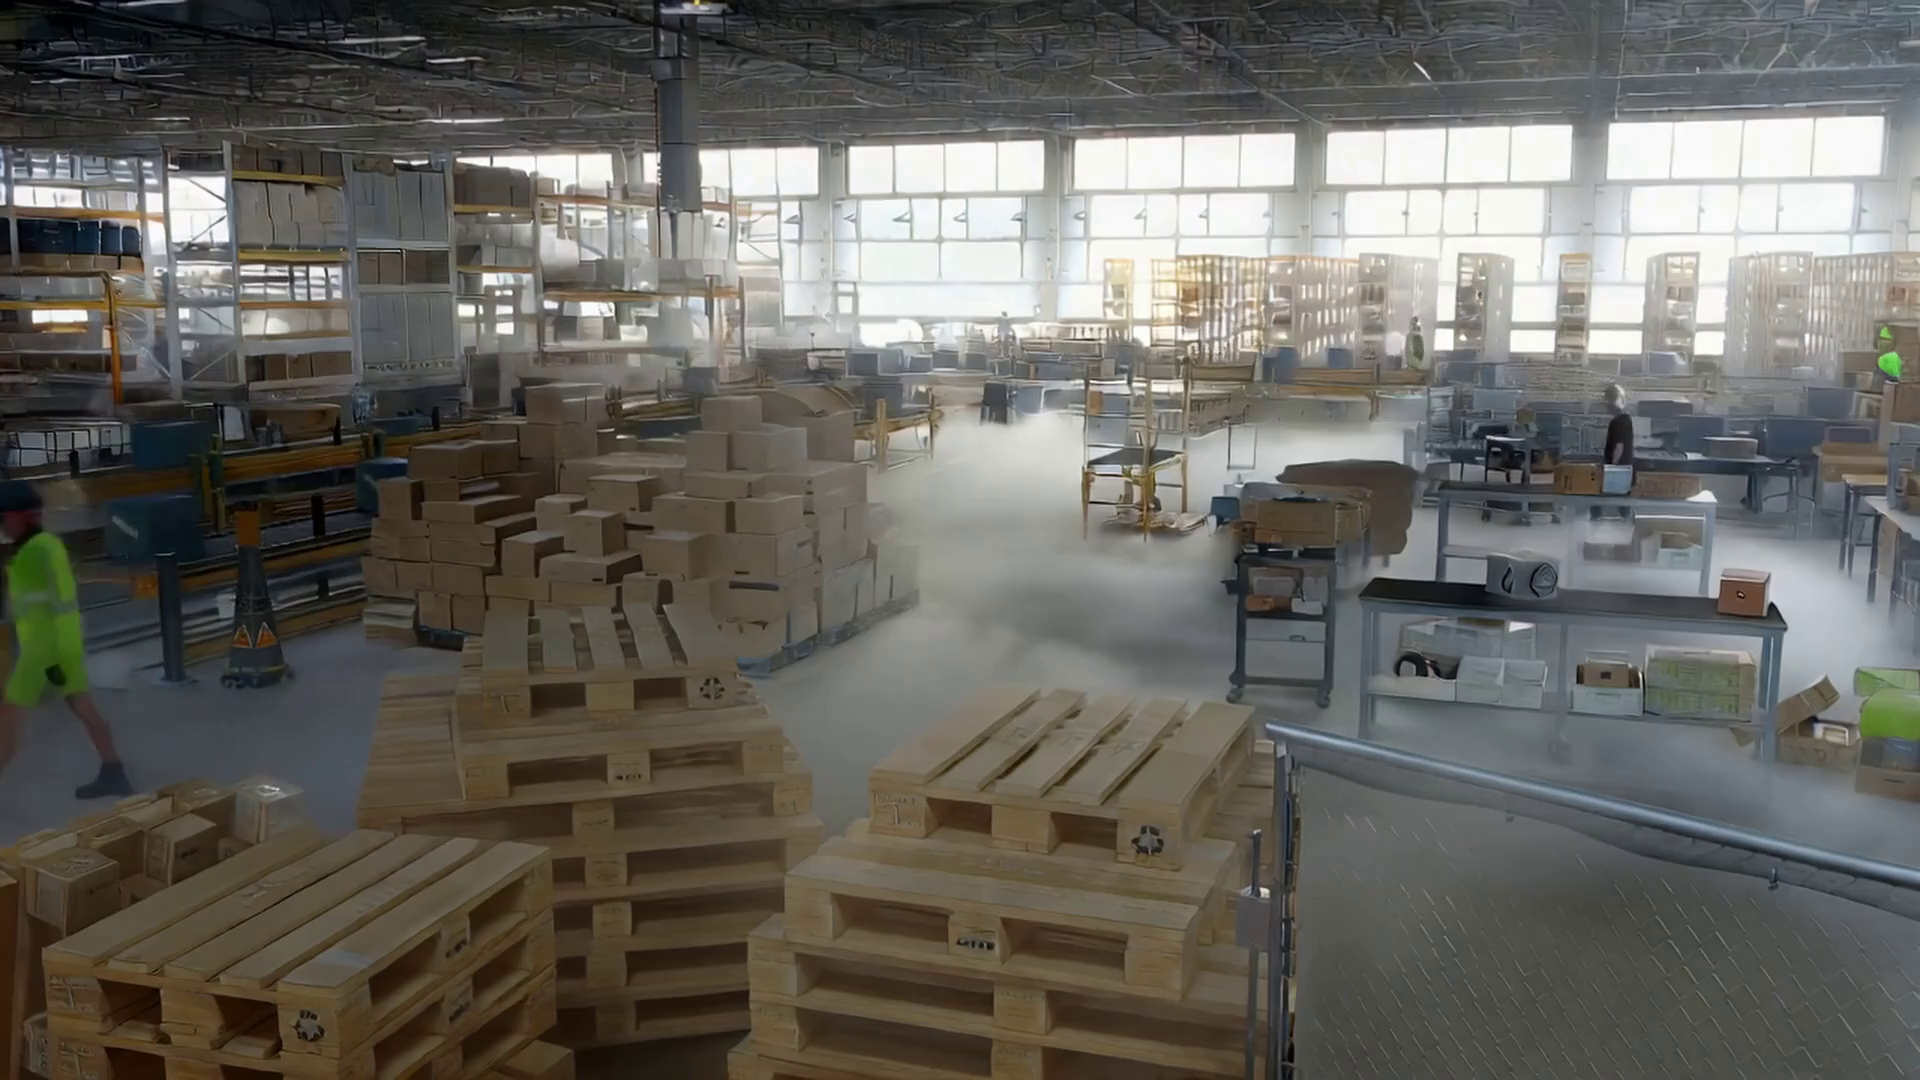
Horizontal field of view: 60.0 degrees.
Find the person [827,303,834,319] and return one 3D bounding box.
[{"bbox_3d":[-5.064,-8.500,66.489,0.655,1.921,0.547,2,9,14],"label":"person"}]

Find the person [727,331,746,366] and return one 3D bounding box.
[{"bbox_3d":[-5.375,-4.196,40.139,0.530,1.697,0.321,-6,11,-34],"label":"person"}]

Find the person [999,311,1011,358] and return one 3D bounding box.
[{"bbox_3d":[1.659,-7.535,60.997,0.485,1.735,0.343,-4,10,-24],"label":"person"}]

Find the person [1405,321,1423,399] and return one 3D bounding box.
[{"bbox_3d":[11.175,-4.418,40.884,0.405,1.905,0.650,8,12,39],"label":"person"}]

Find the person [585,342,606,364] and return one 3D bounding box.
[{"bbox_3d":[-8.972,-4.419,41.204,0.609,1.813,0.789,2,9,15],"label":"person"}]

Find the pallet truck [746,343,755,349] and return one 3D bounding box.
[{"bbox_3d":[-6.183,-4.618,44.264,1.601,1.201,0.680,-9,12,-43],"label":"pallet truck"}]

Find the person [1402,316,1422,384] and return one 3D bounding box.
[{"bbox_3d":[11.827,-4.915,43.795,0.740,1.967,0.636,3,10,19],"label":"person"}]

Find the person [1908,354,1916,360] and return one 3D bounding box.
[{"bbox_3d":[22.836,-4.158,39.502,0.547,1.817,0.627,3,10,19],"label":"person"}]

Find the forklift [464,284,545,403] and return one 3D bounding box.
[{"bbox_3d":[-10.832,-4.702,39.610,1.129,2.768,1.873,3,10,20],"label":"forklift"}]

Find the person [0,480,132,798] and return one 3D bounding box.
[{"bbox_3d":[-5.293,0.595,9.466,0.993,1.883,0.568,-2,9,-12],"label":"person"}]

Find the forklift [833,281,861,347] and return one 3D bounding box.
[{"bbox_3d":[-4.477,-8.736,64.941,1.129,2.768,1.873,0,9,1],"label":"forklift"}]

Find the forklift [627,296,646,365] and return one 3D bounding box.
[{"bbox_3d":[-8.853,-6.090,48.329,1.129,2.768,1.873,-7,11,-36],"label":"forklift"}]

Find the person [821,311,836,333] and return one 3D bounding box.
[{"bbox_3d":[-4.175,-6.450,53.710,0.677,1.882,0.856,5,10,29],"label":"person"}]

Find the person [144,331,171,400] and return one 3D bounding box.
[{"bbox_3d":[-16.649,-3.409,34.626,0.632,1.878,0.665,2,9,13],"label":"person"}]

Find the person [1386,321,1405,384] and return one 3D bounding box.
[{"bbox_3d":[11.559,-4.877,44.070,0.629,1.813,0.557,-9,13,-44],"label":"person"}]

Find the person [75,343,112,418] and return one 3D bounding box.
[{"bbox_3d":[-18.418,-3.369,35.240,0.747,1.605,0.508,2,9,14],"label":"person"}]

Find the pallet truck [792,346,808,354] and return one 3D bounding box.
[{"bbox_3d":[-3.705,-4.298,42.022,0.653,1.274,1.630,3,10,20],"label":"pallet truck"}]

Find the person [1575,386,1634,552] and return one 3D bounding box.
[{"bbox_3d":[6.954,-0.721,17.862,0.724,1.847,0.530,1,9,5],"label":"person"}]
